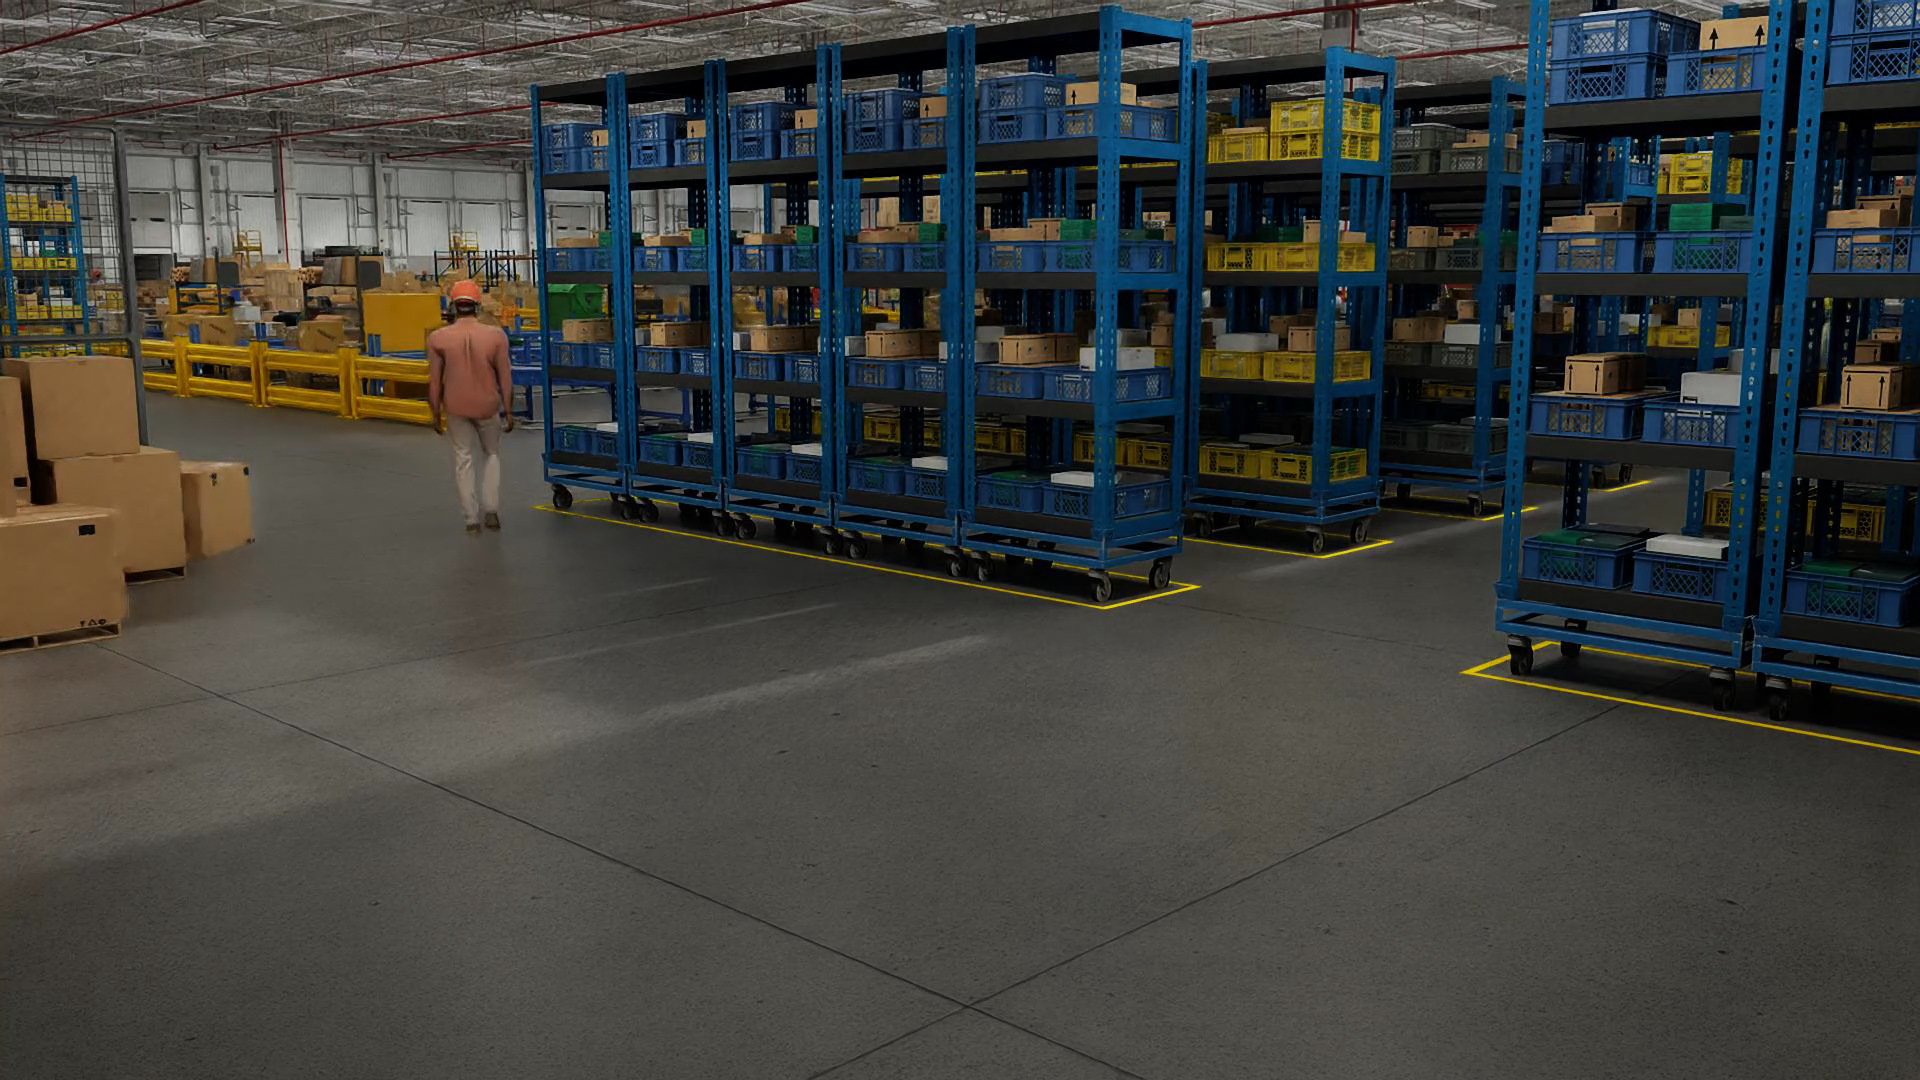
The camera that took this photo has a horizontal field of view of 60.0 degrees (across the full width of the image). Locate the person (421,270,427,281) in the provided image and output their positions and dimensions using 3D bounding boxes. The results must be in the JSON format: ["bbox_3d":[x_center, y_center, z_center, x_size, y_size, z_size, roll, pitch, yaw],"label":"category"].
[{"bbox_3d":[-28.280,-13.242,87.876,0.394,1.985,0.611,-1,9,-4],"label":"person"}]

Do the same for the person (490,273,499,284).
[{"bbox_3d":[-25.930,-13.940,92.557,0.582,1.854,0.810,2,10,13],"label":"person"}]

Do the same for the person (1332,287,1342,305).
[{"bbox_3d":[9.394,-5.591,41.842,0.320,1.698,0.531,-4,10,-21],"label":"person"}]

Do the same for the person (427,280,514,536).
[{"bbox_3d":[-3.828,-1.034,13.034,0.646,1.975,0.672,-3,10,-15],"label":"person"}]

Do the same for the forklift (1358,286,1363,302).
[{"bbox_3d":[11.100,-7.017,46.970,1.873,2.768,1.129,9,13,43],"label":"forklift"}]

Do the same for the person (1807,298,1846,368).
[{"bbox_3d":[9.667,-1.869,18.767,0.941,1.787,0.598,-4,10,-22],"label":"person"}]

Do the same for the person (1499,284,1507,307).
[{"bbox_3d":[10.101,-3.851,30.847,0.940,1.812,0.574,0,9,-1],"label":"person"}]

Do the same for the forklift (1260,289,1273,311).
[{"bbox_3d":[9.718,-8.142,53.865,1.129,2.768,1.873,9,13,43],"label":"forklift"}]

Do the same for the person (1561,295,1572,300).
[{"bbox_3d":[12.524,-4.436,34.343,0.589,1.833,0.404,-7,12,-38],"label":"person"}]

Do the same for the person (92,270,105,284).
[{"bbox_3d":[-31.605,-8.886,61.021,0.605,2.034,0.390,7,12,37],"label":"person"}]

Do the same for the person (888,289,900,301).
[{"bbox_3d":[-2.501,-9.192,64.018,0.533,1.664,0.771,1,9,7],"label":"person"}]

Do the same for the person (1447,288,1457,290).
[{"bbox_3d":[17.547,-8.535,59.598,0.966,1.803,0.573,-7,12,-38],"label":"person"}]

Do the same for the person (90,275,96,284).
[{"bbox_3d":[-35.707,-10.013,68.575,0.551,1.817,0.961,5,10,26],"label":"person"}]

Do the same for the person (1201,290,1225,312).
[{"bbox_3d":[5.681,-5.014,37.633,0.640,1.921,0.674,7,11,35],"label":"person"}]
